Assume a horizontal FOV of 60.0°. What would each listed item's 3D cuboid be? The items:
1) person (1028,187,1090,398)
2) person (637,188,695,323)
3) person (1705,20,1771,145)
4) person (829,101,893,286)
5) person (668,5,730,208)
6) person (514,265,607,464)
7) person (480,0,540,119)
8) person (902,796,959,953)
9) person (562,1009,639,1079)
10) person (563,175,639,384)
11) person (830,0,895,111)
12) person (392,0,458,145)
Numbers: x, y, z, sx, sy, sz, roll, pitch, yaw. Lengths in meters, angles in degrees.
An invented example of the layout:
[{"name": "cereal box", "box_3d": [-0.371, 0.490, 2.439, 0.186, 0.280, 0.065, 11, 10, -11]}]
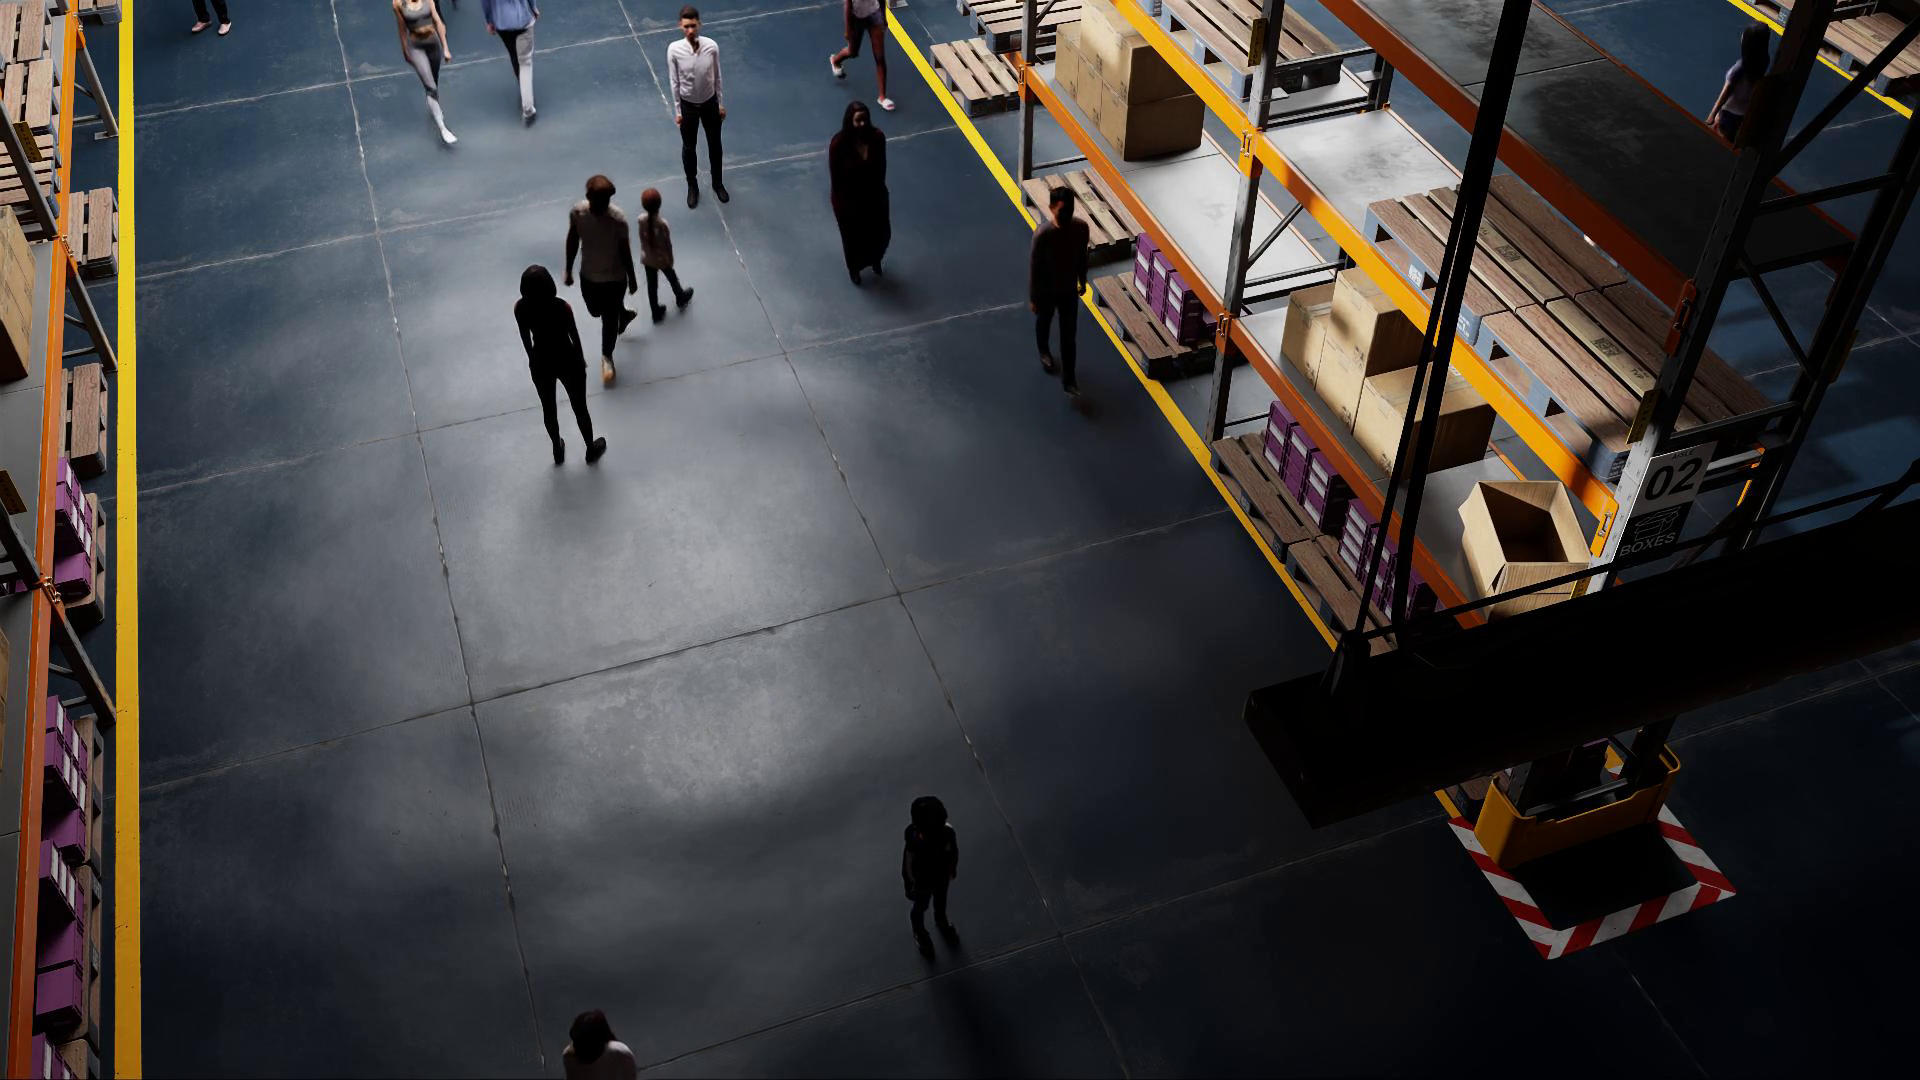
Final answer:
[{"name": "person", "box_3d": [0.735, -2.026, 13.095, 0.739, 1.729, 1.098, -11, 45, -11]}, {"name": "person", "box_3d": [-2.550, -2.331, 13.820, 0.686, 1.170, 0.767, 13, 45, 13]}, {"name": "person", "box_3d": [7.064, -3.842, 15.031, 0.765, 1.688, 0.912, -30, 51, -28]}, {"name": "person", "box_3d": [-0.892, -2.960, 14.059, 0.650, 1.751, 0.673, -14, 45, -14]}, {"name": "person", "box_3d": [-2.357, -3.939, 15.003, 0.638, 1.868, 0.620, -9, 44, -10]}, {"name": "person", "box_3d": [-2.992, -1.298, 12.323, 0.668, 1.740, 0.643, 1, 44, 1]}, {"name": "person", "box_3d": [-4.339, -5.004, 16.137, 0.915, 1.845, 1.237, -1, 44, -1]}, {"name": "person", "box_3d": [-0.164, 1.859, 9.384, 0.560, 1.222, 0.558, -27, 50, -26]}, {"name": "person", "box_3d": [-1.721, 2.718, 8.254, 0.778, 1.539, 1.067, 1, 44, 1]}, {"name": "person", "box_3d": [-2.788, -2.126, 13.115, 1.027, 1.847, 1.129, 13, 45, 14]}, {"name": "person", "box_3d": [-0.992, -5.141, 16.395, 0.843, 1.687, 1.212, -27, 50, -25]}, {"name": "person", "box_3d": [-5.162, -4.733, 15.991, 0.787, 1.653, 1.177, -26, 49, -25]}]
